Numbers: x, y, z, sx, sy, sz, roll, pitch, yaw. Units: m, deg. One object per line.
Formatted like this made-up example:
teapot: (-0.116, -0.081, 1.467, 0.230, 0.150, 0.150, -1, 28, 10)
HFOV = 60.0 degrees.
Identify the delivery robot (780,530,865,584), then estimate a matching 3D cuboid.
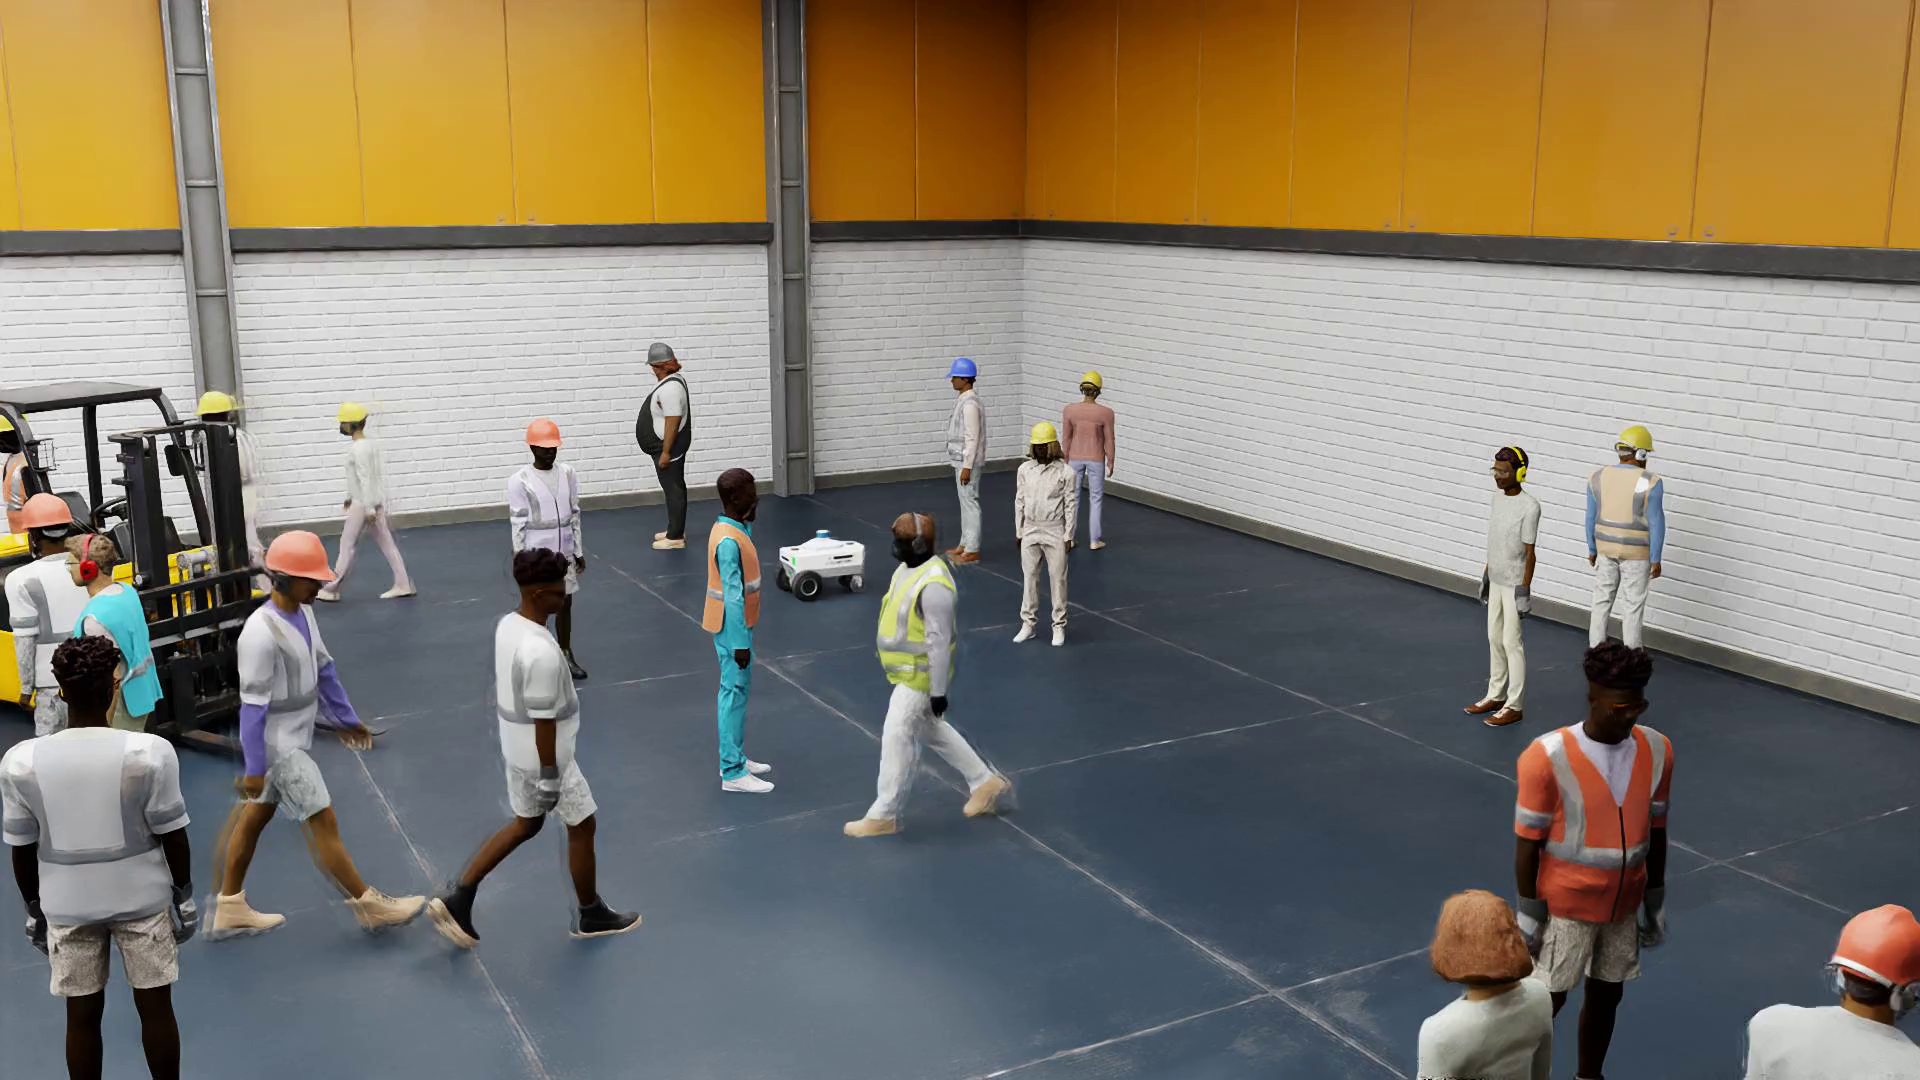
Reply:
delivery robot: (-1.196, 0.158, 14.505, 0.707, 0.478, 0.477, -6, 14, -27)

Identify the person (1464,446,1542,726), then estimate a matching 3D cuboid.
person: (3.604, 0.299, 11.001, 0.334, 1.860, 0.509, -3, 12, -13)

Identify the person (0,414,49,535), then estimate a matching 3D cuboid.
person: (-7.044, -0.063, 12.556, 0.397, 1.917, 0.594, -10, 15, -38)

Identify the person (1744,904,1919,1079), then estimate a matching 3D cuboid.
person: (2.343, 1.784, 4.394, 0.918, 1.706, 0.588, -9, 15, -36)

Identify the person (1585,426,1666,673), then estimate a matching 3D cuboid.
person: (4.853, 0.075, 12.124, 0.403, 1.823, 0.586, -10, 16, -39)

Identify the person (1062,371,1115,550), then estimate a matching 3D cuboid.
person: (1.257, -0.774, 16.270, 0.532, 1.757, 0.336, 3, 13, 16)

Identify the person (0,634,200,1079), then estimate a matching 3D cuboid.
person: (-3.095, 1.299, 6.051, 0.608, 1.965, 0.365, -3, 12, -12)

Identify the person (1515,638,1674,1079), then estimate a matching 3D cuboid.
person: (2.302, 1.301, 6.071, 0.613, 1.956, 0.377, -3, 12, -15)

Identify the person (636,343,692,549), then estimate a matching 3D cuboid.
person: (-2.912, -0.936, 16.348, 0.536, 2.000, 0.672, -1, 12, -5)

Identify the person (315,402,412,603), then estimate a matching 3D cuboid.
person: (-5.169, -0.312, 14.180, 0.900, 1.724, 0.532, -2, 12, -10)

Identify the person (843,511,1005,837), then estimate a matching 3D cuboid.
person: (-0.175, 0.719, 9.151, 0.913, 1.808, 0.635, -3, 12, -13)

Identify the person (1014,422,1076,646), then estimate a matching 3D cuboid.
person: (0.650, -0.046, 12.881, 0.489, 1.744, 0.295, 4, 13, 20)

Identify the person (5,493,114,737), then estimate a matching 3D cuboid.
person: (-4.789, 0.701, 8.927, 0.361, 1.935, 0.544, 9, 15, 38)

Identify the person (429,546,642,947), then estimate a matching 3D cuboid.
person: (-1.999, 0.969, 7.704, 0.873, 1.930, 0.606, -8, 14, -32)

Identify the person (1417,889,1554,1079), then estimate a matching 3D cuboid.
person: (1.440, 1.766, 4.669, 0.524, 1.624, 0.291, -8, 14, -32)

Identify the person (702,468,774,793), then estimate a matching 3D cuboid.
person: (-1.321, 0.522, 9.797, 0.392, 1.922, 0.593, -2, 12, -8)

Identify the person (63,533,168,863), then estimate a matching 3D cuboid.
person: (-4.217, 0.867, 8.359, 0.373, 1.843, 0.571, -3, 12, -13)

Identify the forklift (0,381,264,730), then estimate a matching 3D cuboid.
forklift: (-5.853, 0.085, 11.199, 2.313, 2.155, 1.214, 7, 14, 28)

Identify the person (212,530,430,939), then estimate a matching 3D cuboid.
person: (-3.068, 0.923, 7.775, 1.056, 1.970, 0.645, -2, 12, -9)

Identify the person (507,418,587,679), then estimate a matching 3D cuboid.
person: (-2.915, 0.088, 11.826, 0.375, 1.932, 0.544, 11, 16, 42)

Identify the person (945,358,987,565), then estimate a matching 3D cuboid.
person: (0.055, -0.743, 15.662, 0.390, 1.948, 0.605, -1, 12, -6)

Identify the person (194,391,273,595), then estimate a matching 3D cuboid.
person: (-6.059, -0.262, 13.565, 0.944, 1.886, 0.591, -8, 15, -34)
